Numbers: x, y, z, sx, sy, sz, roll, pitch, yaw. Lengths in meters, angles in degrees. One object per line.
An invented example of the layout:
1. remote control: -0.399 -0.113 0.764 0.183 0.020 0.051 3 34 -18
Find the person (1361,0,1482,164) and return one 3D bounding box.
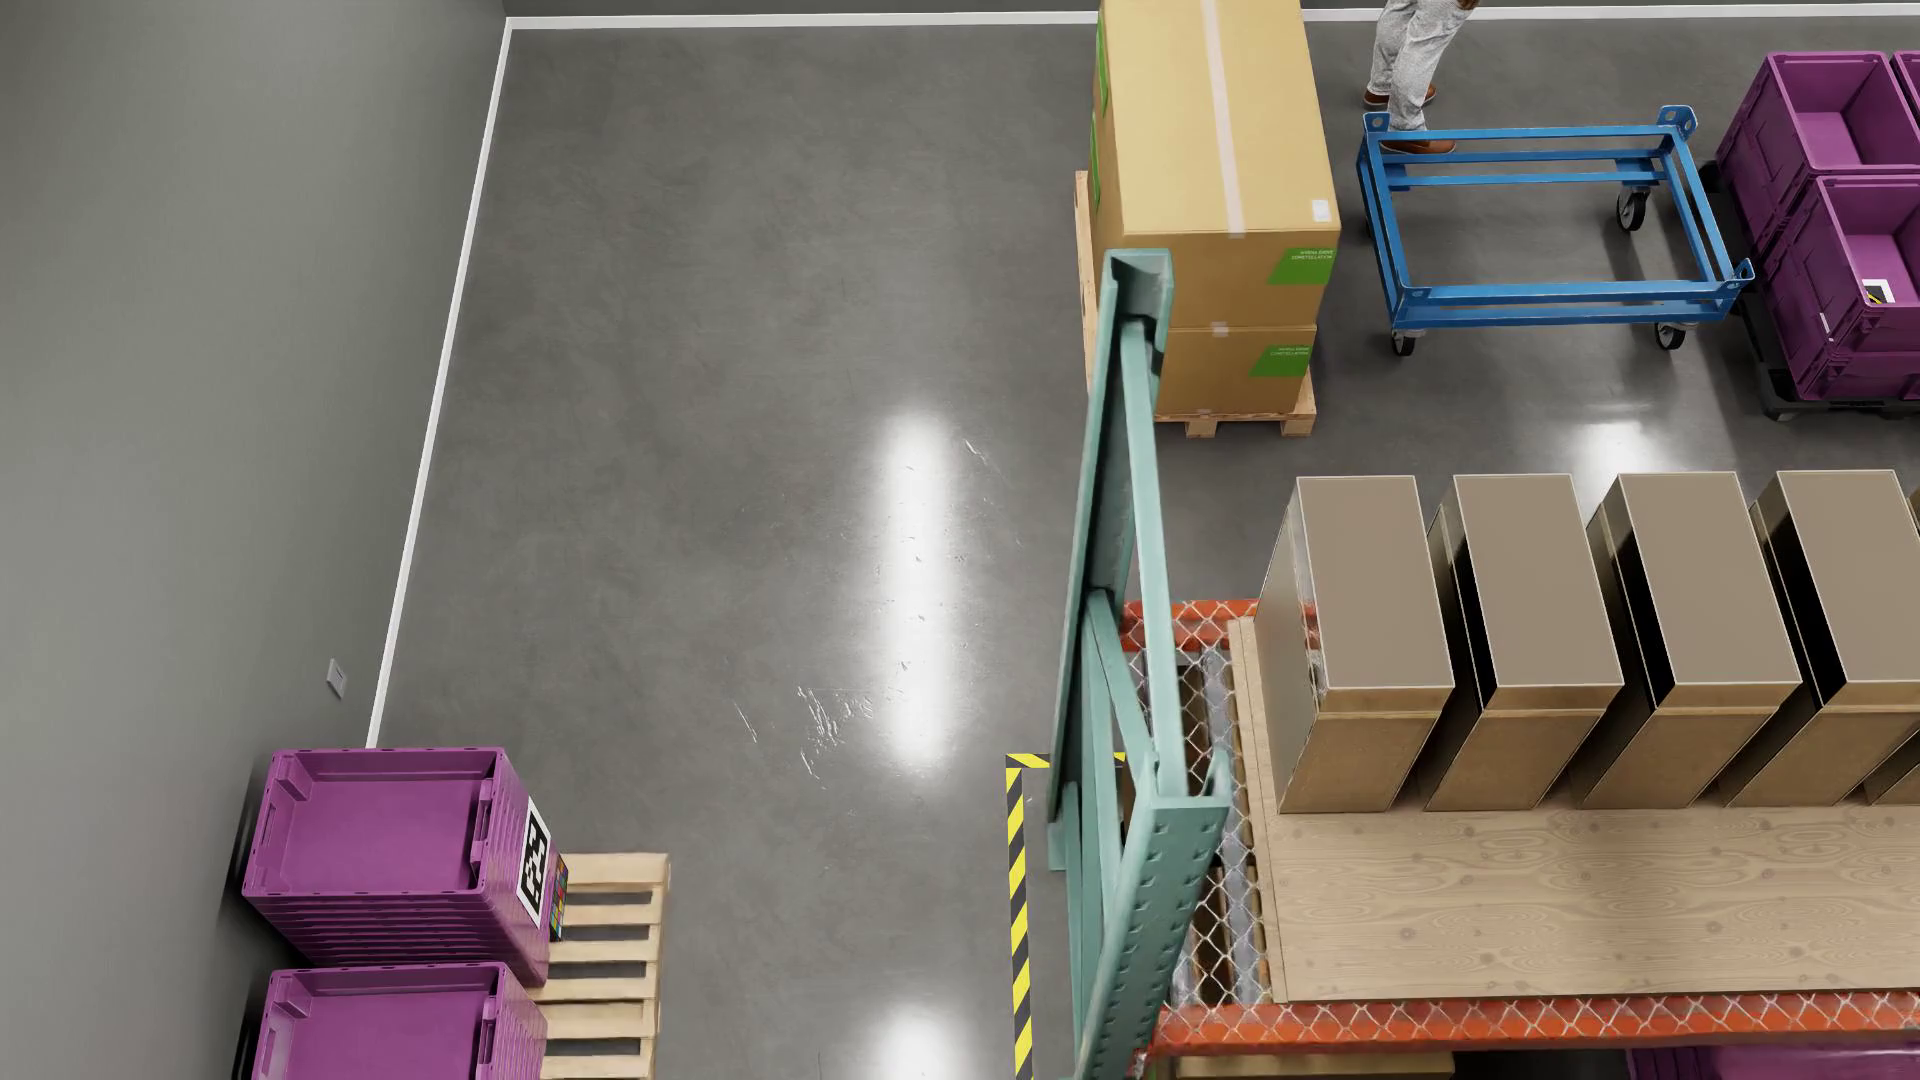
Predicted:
1. person: 1.819 -2.239 6.076 0.372 1.940 0.631 -3 58 -2
